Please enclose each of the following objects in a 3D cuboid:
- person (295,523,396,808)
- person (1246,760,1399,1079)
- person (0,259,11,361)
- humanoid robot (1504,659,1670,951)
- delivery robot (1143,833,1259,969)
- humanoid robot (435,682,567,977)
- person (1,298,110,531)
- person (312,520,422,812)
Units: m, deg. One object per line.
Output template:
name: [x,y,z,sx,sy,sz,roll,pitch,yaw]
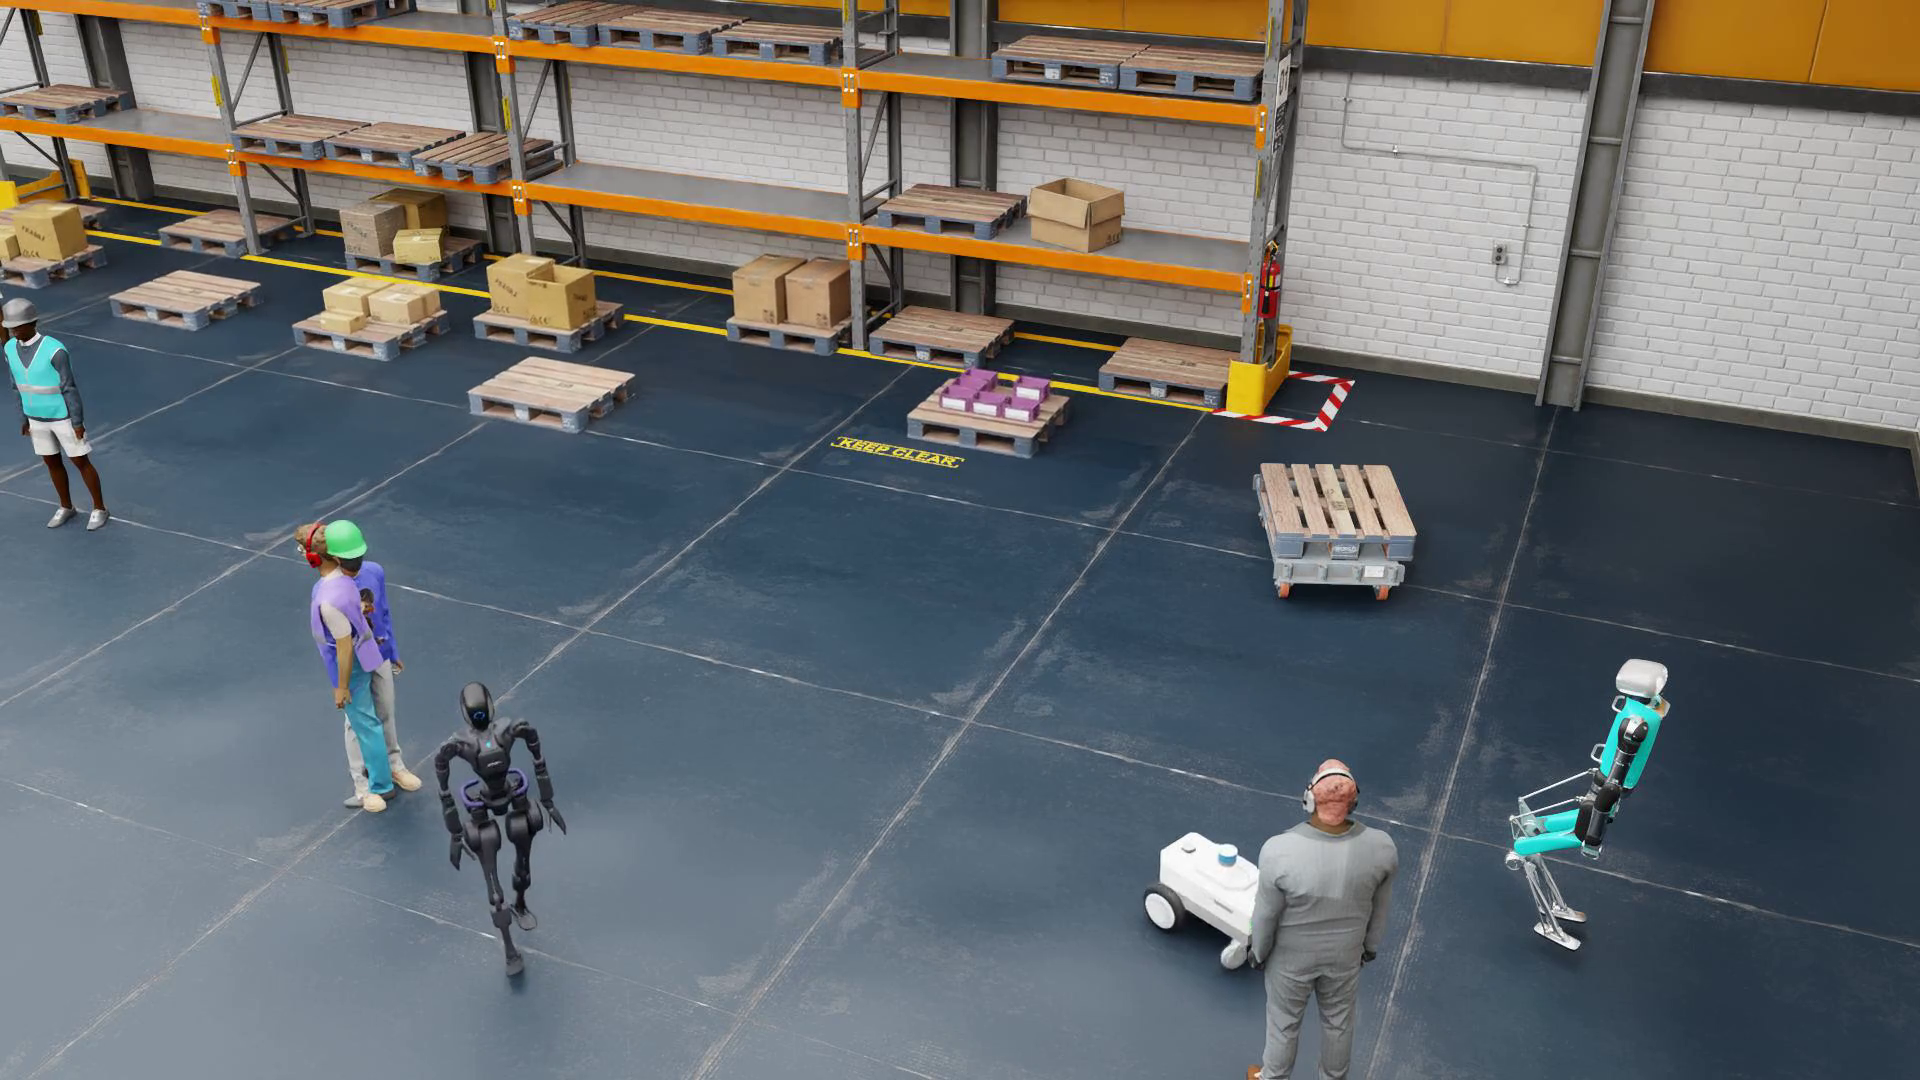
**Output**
person: [-3.577,0.732,9.798,0.395,1.840,0.563,-5,28,-9]
person: [1.618,1.827,7.605,0.642,1.908,0.414,-3,27,-6]
person: [-9.680,-2.665,16.249,0.606,1.966,0.367,-13,30,-23]
humanoid robot: [3.162,1.320,8.625,0.735,1.677,0.533,15,31,27]
delivery robot: [1.399,1.892,8.945,0.499,0.590,0.761,-23,35,-37]
humanoid robot: [-2.341,1.456,8.598,0.608,1.635,0.693,-14,30,-25]
person: [-7.116,-0.990,13.044,0.554,1.931,0.454,4,28,8]
person: [-3.496,0.722,9.786,0.356,1.871,0.468,18,33,32]
